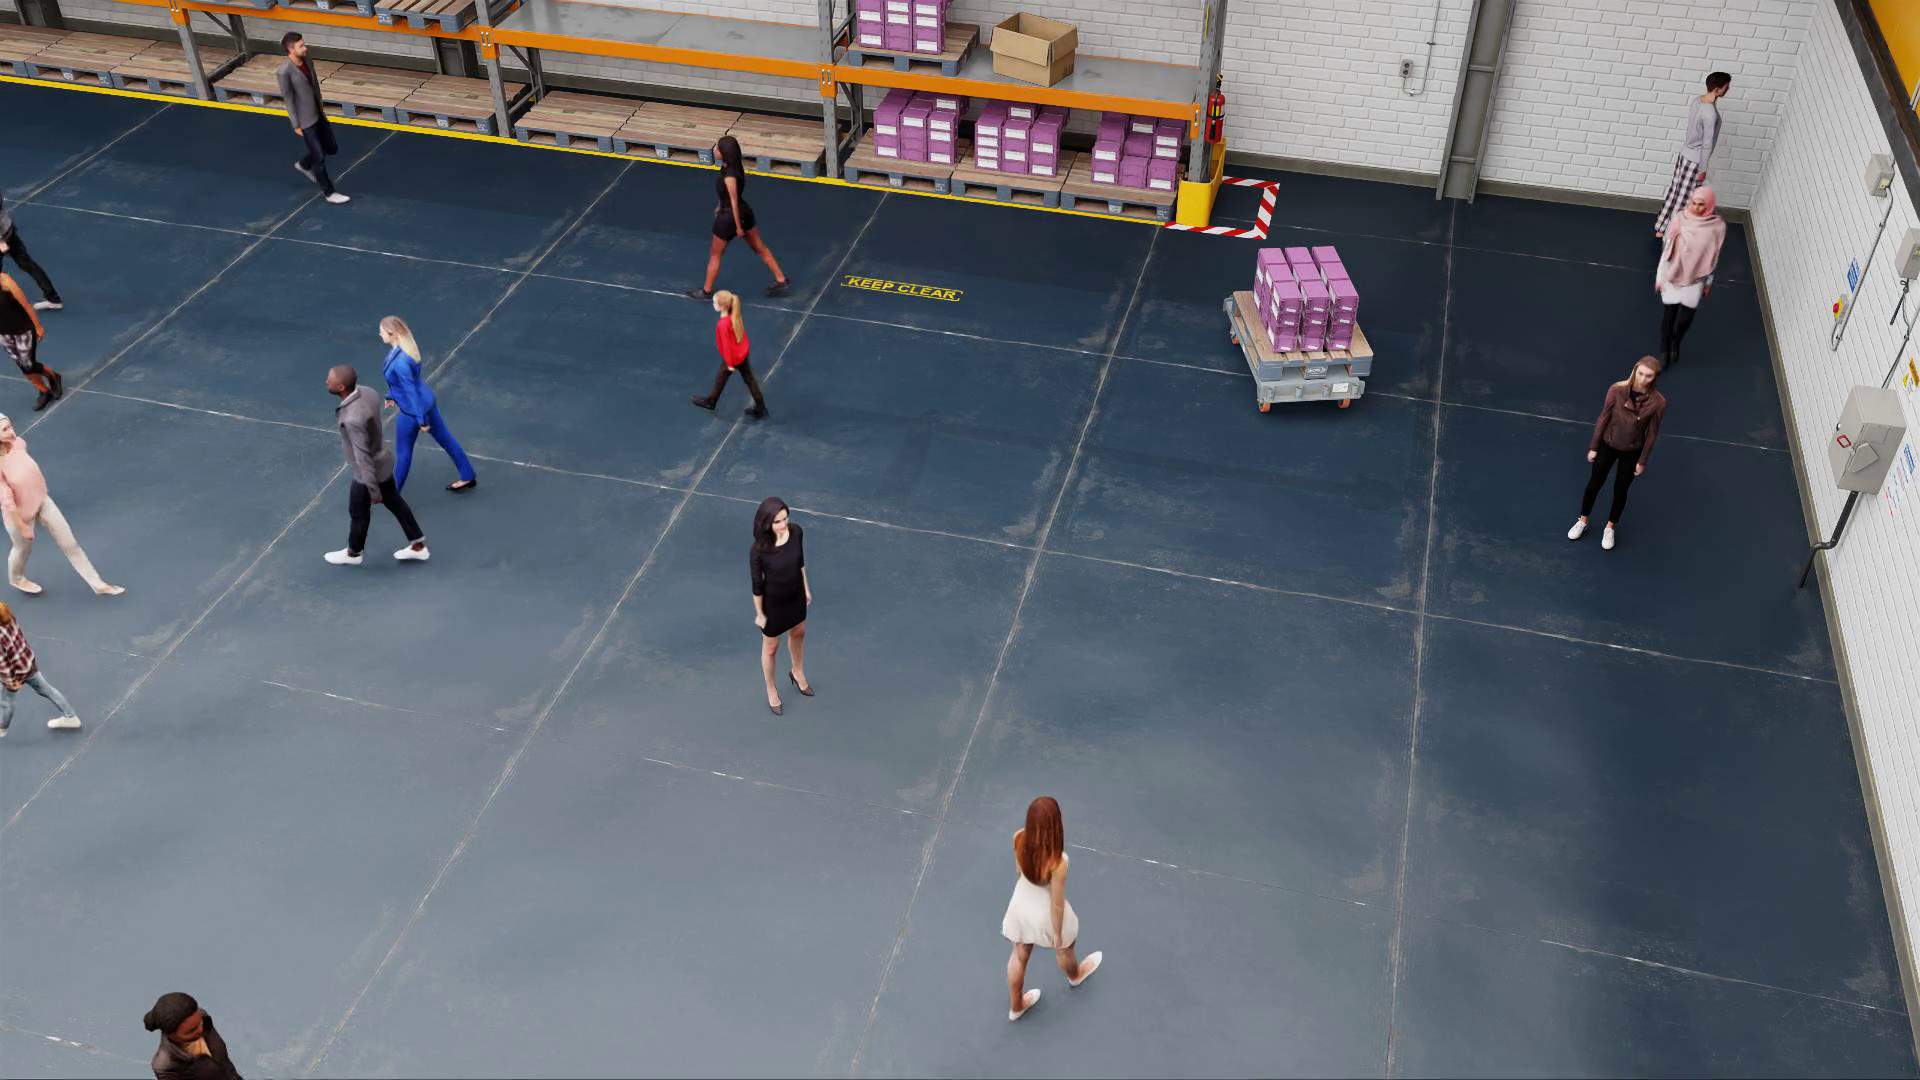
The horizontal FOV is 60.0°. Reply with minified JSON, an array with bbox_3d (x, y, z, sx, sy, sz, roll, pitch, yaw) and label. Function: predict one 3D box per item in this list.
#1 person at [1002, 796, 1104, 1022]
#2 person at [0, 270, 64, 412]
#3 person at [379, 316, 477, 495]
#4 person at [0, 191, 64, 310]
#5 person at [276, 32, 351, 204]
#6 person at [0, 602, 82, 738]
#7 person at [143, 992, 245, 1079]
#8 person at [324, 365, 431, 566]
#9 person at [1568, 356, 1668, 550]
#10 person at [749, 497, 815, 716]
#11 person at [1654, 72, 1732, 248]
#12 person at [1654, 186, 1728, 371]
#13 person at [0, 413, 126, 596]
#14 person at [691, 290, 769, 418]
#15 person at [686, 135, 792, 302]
[{"bbox_3d":[0.391,2.137,9.401,0.945,1.691,0.903,31,48,33],"label":"person"},{"bbox_3d":[-8.187,-1.891,14.468,0.617,1.661,0.726,5,39,6],"label":"person"},{"bbox_3d":[-4.268,-1.063,13.430,1.192,1.662,0.938,-6,39,-8],"label":"person"},{"bbox_3d":[-8.959,-2.888,15.669,1.173,1.719,0.922,-5,39,-6],"label":"person"},{"bbox_3d":[-6.922,-4.453,17.520,0.953,1.856,0.715,12,40,14],"label":"person"},{"bbox_3d":[-6.373,0.852,11.345,0.946,1.271,0.699,-2,39,-2],"label":"person"},{"bbox_3d":[-3.686,2.891,8.488,1.018,1.651,0.682,5,39,6],"label":"person"},{"bbox_3d":[-4.386,-0.535,12.673,1.126,1.781,0.927,-1,39,-2],"label":"person"},{"bbox_3d":[5.143,-0.700,12.943,0.527,1.703,0.712,19,42,22],"label":"person"},{"bbox_3d":[-1.224,0.433,11.442,0.663,1.805,0.670,-28,47,-31],"label":"person"},{"bbox_3d":[7.385,-3.833,16.750,0.613,1.847,0.677,1,39,1],"label":"person"},{"bbox_3d":[6.521,-2.386,14.985,0.645,1.789,0.753,15,41,18],"label":"person"},{"bbox_3d":[-7.009,-0.216,12.359,1.184,1.674,0.706,5,39,6],"label":"person"},{"bbox_3d":[-1.899,-1.580,14.414,0.913,1.243,0.520,12,40,14],"label":"person"},{"bbox_3d":[-2.049,-3.034,15.875,1.299,1.691,0.826,-1,39,-1],"label":"person"}]
